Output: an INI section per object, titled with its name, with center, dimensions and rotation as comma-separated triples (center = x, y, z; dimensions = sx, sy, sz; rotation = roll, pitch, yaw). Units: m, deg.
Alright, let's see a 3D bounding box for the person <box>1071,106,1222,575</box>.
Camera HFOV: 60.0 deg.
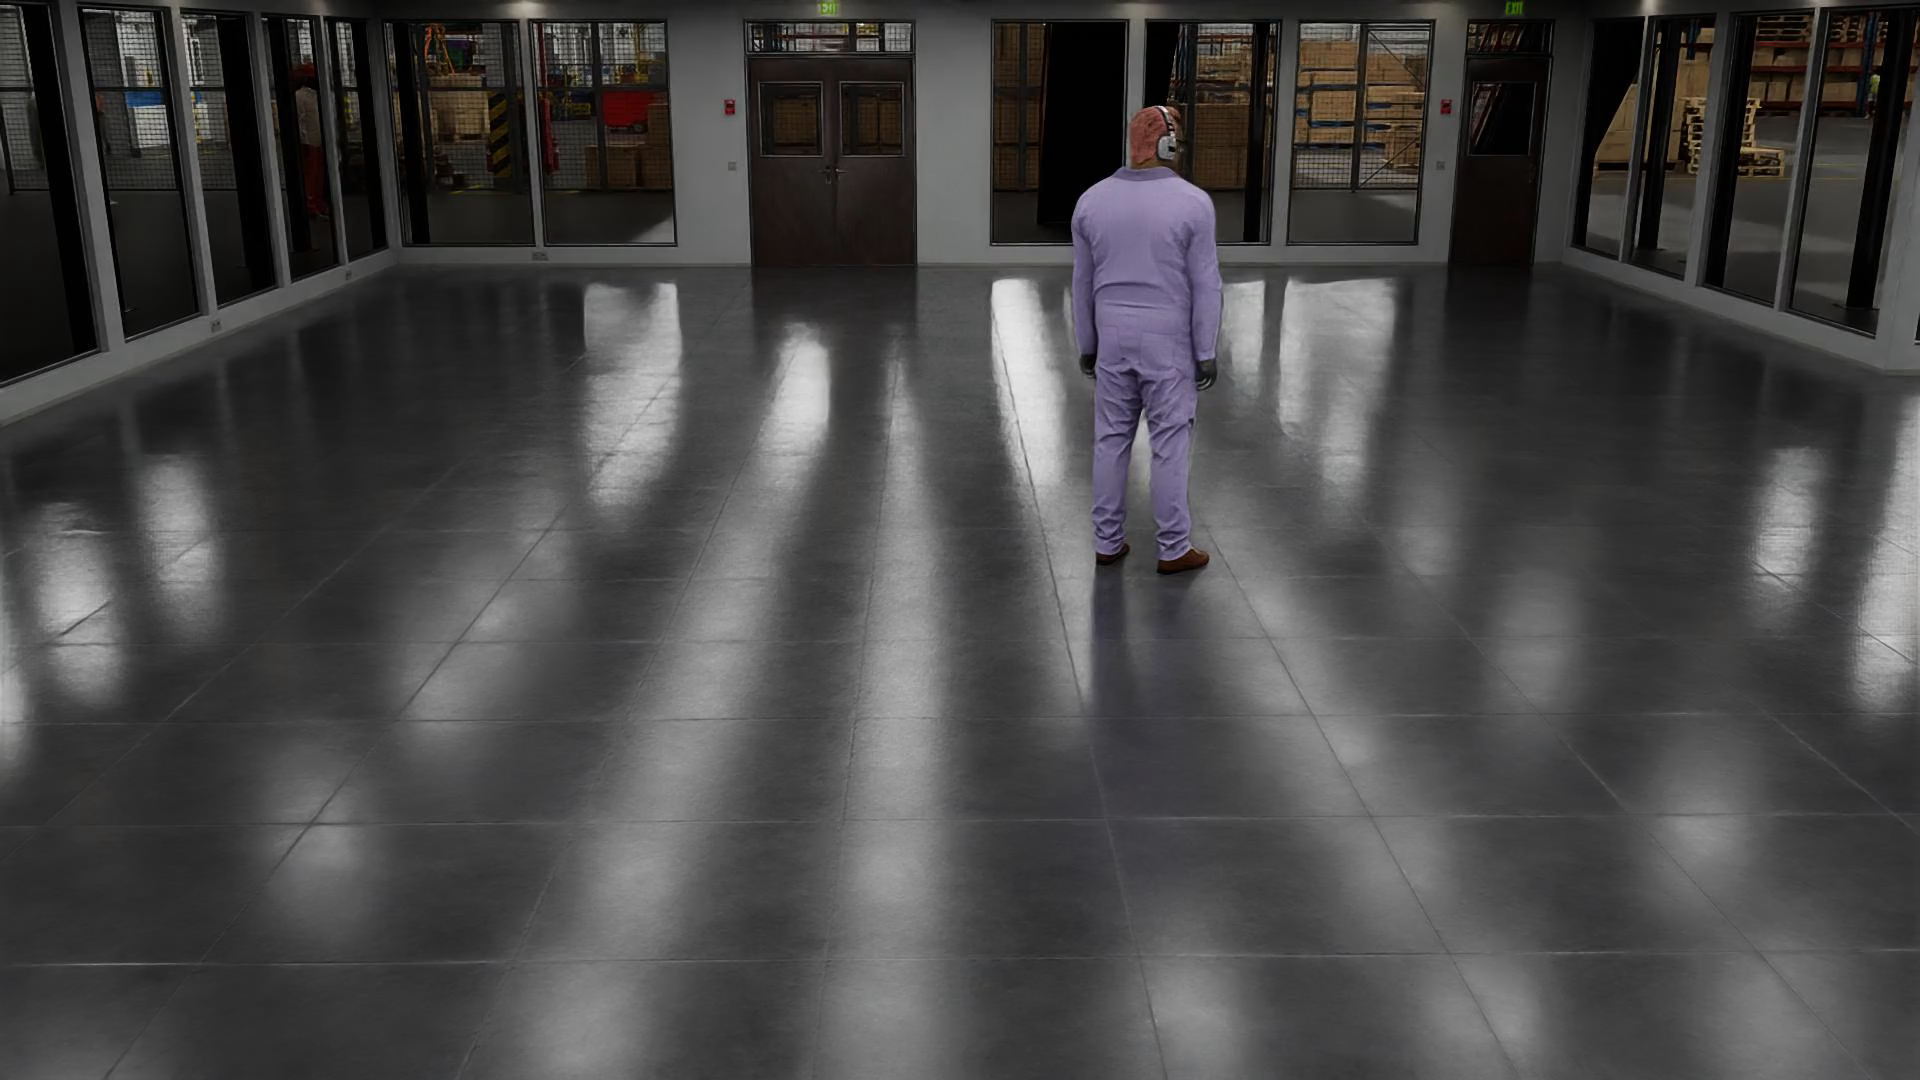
[person]
center = 0.782, -0.807, 6.862
dimensions = 0.637, 1.904, 0.403
rotation = 10, 19, 31
